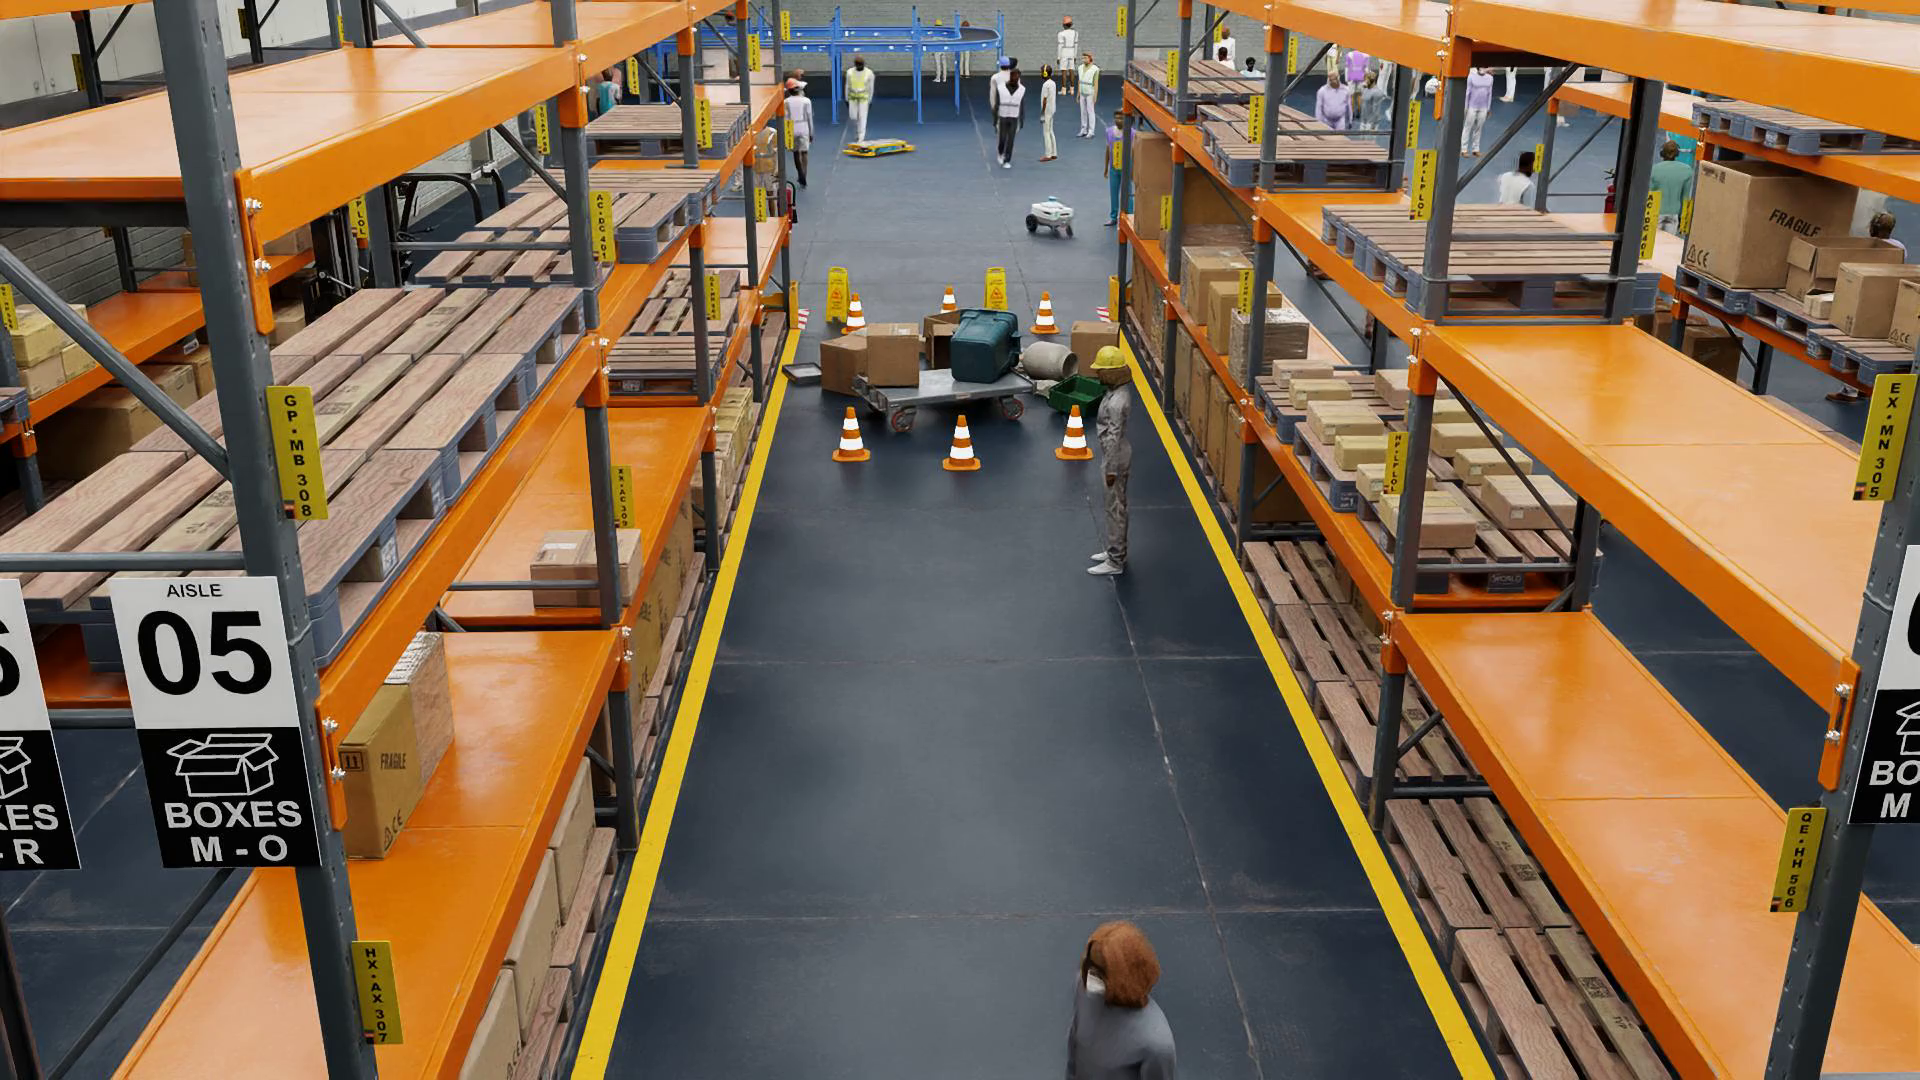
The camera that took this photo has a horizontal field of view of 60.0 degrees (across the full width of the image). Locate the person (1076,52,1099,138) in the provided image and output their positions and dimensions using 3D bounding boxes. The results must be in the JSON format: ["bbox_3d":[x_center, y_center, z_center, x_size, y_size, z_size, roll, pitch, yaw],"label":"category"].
[{"bbox_3d":[2.798,-9.725,36.348,0.394,1.836,0.560,-18,27,-39],"label":"person"}]

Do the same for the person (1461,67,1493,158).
[{"bbox_3d":[10.385,-8.665,33.406,0.627,1.934,0.372,-6,21,-14],"label":"person"}]

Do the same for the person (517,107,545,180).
[{"bbox_3d":[-7.368,-6.865,28.786,0.600,1.832,0.404,16,26,36],"label":"person"}]

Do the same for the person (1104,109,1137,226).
[{"bbox_3d":[2.528,-5.814,26.012,0.562,1.835,0.394,16,26,36],"label":"person"}]

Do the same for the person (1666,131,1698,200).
[{"bbox_3d":[11.366,-5.895,26.201,0.565,1.849,0.389,8,22,19],"label":"person"}]

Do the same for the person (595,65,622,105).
[{"bbox_3d":[-7.392,-9.299,35.169,0.652,1.882,0.426,-19,28,-40],"label":"person"}]

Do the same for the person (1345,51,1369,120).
[{"bbox_3d":[9.391,-10.977,39.544,0.538,1.910,0.659,0,21,1],"label":"person"}]

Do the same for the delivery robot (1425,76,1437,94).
[{"bbox_3d":[12.610,-12.116,44.315,0.477,0.478,0.707,7,22,18],"label":"delivery robot"}]

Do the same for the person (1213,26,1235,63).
[{"bbox_3d":[6.956,-12.505,43.648,0.623,1.857,0.767,-4,21,-9],"label":"person"}]

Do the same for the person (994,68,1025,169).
[{"bbox_3d":[0.964,-8.105,31.987,0.605,1.884,0.462,-4,21,-9],"label":"person"}]

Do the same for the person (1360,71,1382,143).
[{"bbox_3d":[7.618,-7.751,31.006,0.385,1.928,0.633,-4,21,-10],"label":"person"}]

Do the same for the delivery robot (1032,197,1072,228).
[{"bbox_3d":[1.413,-5.035,25.600,0.477,0.478,0.707,-13,24,-30],"label":"delivery robot"}]

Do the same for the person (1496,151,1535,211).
[{"bbox_3d":[7.054,-3.988,21.106,0.530,1.883,0.622,-7,22,-18],"label":"person"}]

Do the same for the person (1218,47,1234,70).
[{"bbox_3d":[5.841,-9.922,36.781,0.410,1.905,0.602,18,27,40],"label":"person"}]

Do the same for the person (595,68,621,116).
[{"bbox_3d":[-6.872,-8.320,32.621,0.505,1.842,0.345,4,21,10],"label":"person"}]

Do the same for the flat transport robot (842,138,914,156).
[{"bbox_3d":[-1.670,-8.062,34.123,0.652,0.197,1.431,19,28,40],"label":"flat transport robot"}]

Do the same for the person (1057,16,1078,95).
[{"bbox_3d":[2.876,-13.053,44.851,0.607,2.044,0.372,-11,24,-28],"label":"person"}]

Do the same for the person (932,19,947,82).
[{"bbox_3d":[-0.615,-14.240,48.406,0.487,1.744,0.312,-15,25,-35],"label":"person"}]

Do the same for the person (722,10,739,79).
[{"bbox_3d":[-6.599,-14.211,47.920,0.640,2.040,0.394,-17,27,-38],"label":"person"}]

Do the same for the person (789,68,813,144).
[{"bbox_3d":[-3.407,-9.089,34.989,0.524,1.601,0.844,16,26,36],"label":"person"}]

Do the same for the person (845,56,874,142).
[{"bbox_3d":[-2.146,-9.419,35.562,0.632,1.824,0.521,4,21,10],"label":"person"}]

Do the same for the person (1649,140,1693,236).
[{"bbox_3d":[9.151,-4.228,21.681,0.627,1.934,0.370,0,21,0],"label":"person"}]

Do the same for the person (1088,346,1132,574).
[{"bbox_3d":[1.112,-0.594,12.353,0.321,1.737,0.483,3,21,7],"label":"person"}]

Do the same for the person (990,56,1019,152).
[{"bbox_3d":[0.909,-8.878,33.961,0.626,1.936,0.526,2,21,5],"label":"person"}]

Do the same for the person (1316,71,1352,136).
[{"bbox_3d":[7.142,-7.997,31.771,0.687,1.859,0.821,3,21,9],"label":"person"}]

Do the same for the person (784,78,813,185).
[{"bbox_3d":[-2.922,-7.335,29.952,0.547,1.897,0.817,-2,21,-6],"label":"person"}]

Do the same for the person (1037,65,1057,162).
[{"bbox_3d":[1.741,-8.446,32.945,0.339,1.858,0.515,9,22,22],"label":"person"}]

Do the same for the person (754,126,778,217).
[{"bbox_3d":[-3.038,-5.697,25.553,0.543,1.941,0.353,3,21,7],"label":"person"}]

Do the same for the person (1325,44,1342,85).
[{"bbox_3d":[10.253,-13.263,45.680,0.386,1.845,0.568,-10,23,-24],"label":"person"}]

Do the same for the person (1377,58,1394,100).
[{"bbox_3d":[11.232,-12.578,43.730,0.406,1.945,0.614,18,27,39],"label":"person"}]

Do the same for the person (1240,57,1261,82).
[{"bbox_3d":[6.369,-9.800,36.734,0.540,1.696,0.317,-4,21,-11],"label":"person"}]

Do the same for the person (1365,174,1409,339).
[{"bbox_3d":[4.963,-3.255,19.148,0.403,1.904,0.651,19,28,40],"label":"person"}]

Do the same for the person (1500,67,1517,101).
[{"bbox_3d":[14.373,-12.390,43.380,0.430,1.843,0.625,3,21,9],"label":"person"}]

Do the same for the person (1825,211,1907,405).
[{"bbox_3d":[9.060,-2.310,16.603,0.629,1.940,0.373,-11,23,-26],"label":"person"}]

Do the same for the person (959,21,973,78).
[{"bbox_3d":[0.161,-14.633,49.597,0.497,1.633,0.283,19,28,41],"label":"person"}]

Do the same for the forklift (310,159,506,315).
[{"bbox_3d":[-5.622,-2.910,17.832,2.313,2.155,1.214,-1,21,-1],"label":"forklift"}]

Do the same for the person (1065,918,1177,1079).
[{"bbox_3d":[0.522,1.995,5.648,0.269,1.632,0.503,-13,24,-30],"label":"person"}]

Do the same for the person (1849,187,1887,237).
[{"bbox_3d":[11.128,-3.772,20.618,0.885,1.839,0.527,-16,26,-36],"label":"person"}]

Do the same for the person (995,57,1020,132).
[{"bbox_3d":[1.065,-9.972,37.277,0.551,1.652,0.801,17,27,38],"label":"person"}]
